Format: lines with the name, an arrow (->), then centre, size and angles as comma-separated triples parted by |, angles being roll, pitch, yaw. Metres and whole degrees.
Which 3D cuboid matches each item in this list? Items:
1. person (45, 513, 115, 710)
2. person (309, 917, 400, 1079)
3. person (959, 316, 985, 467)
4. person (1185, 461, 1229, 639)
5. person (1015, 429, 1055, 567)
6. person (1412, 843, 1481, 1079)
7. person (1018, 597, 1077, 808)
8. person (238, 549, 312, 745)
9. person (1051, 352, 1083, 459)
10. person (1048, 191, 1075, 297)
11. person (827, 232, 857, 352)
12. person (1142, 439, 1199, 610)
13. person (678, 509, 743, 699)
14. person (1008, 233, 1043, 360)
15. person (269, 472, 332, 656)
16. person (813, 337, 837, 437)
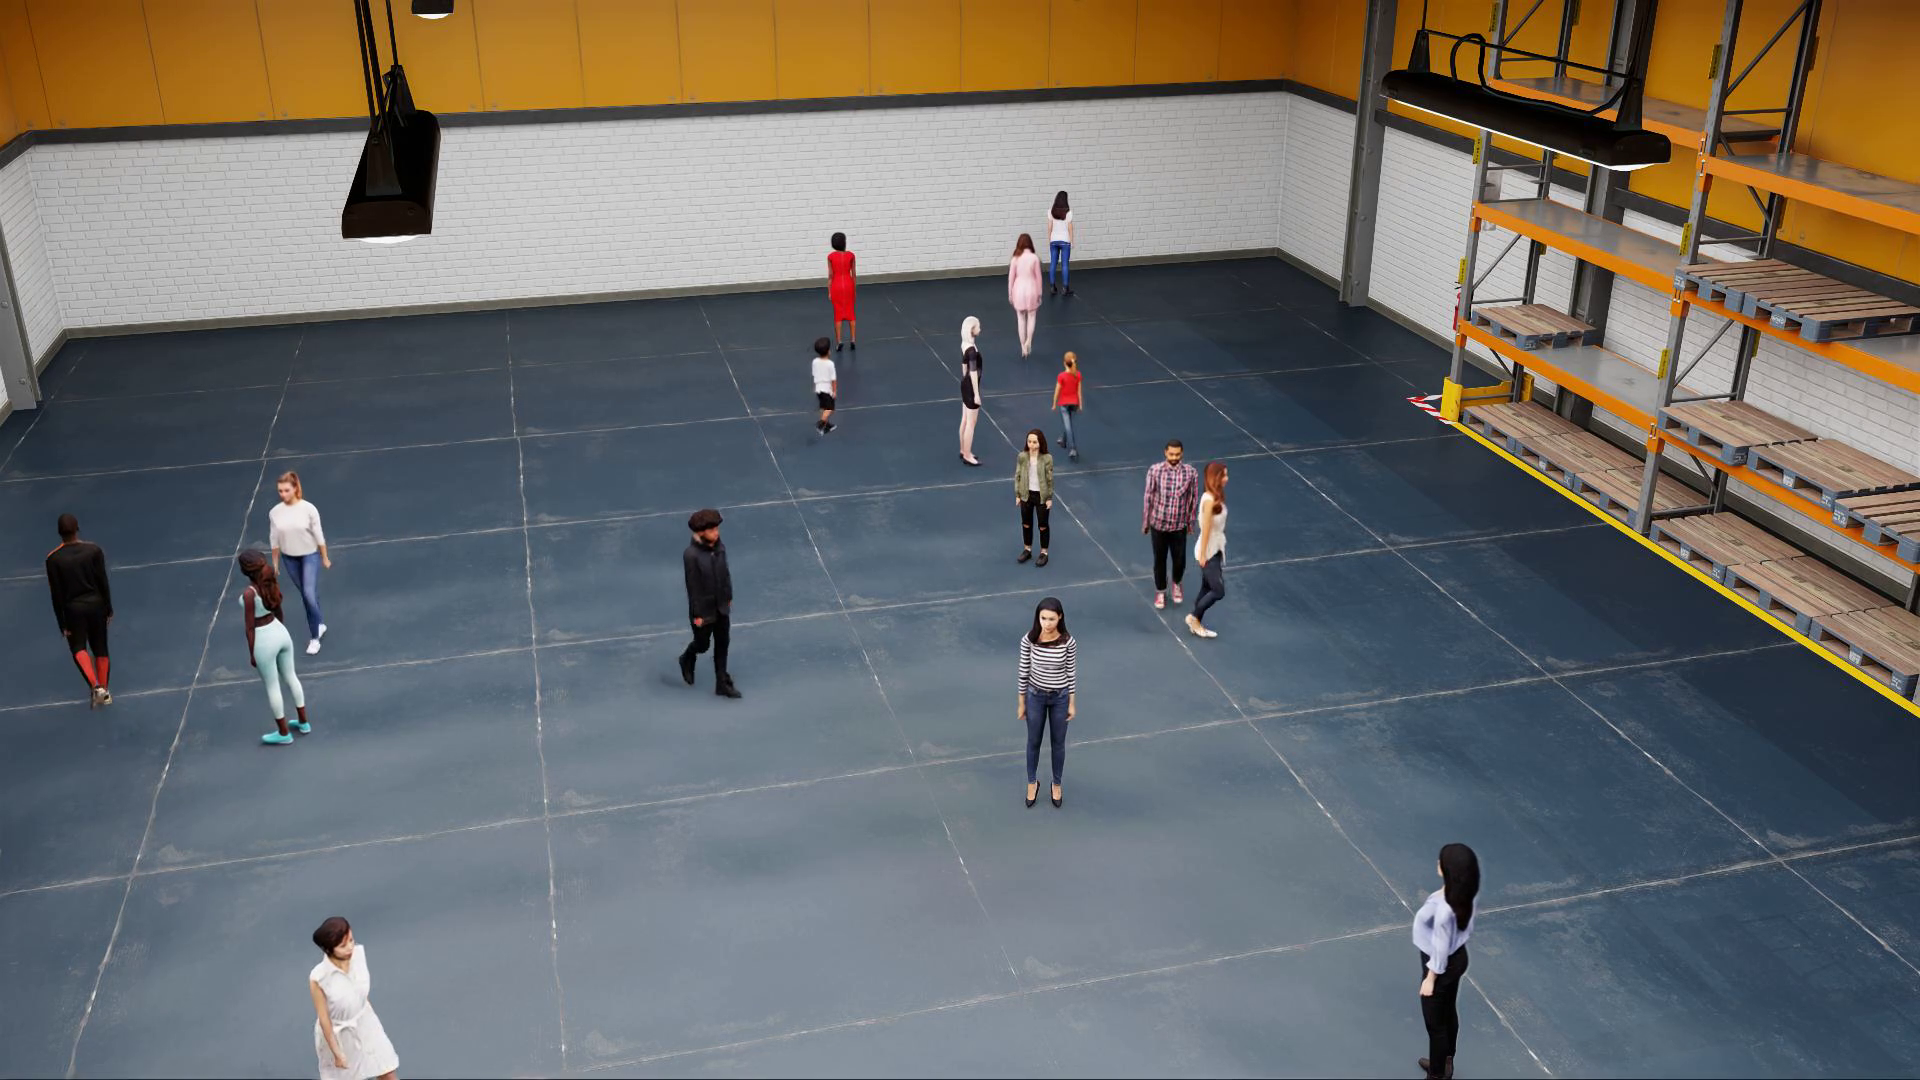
person -> -7.502, 0.647, 14.317 | 0.815, 1.792, 0.949 | -18, 29, -35
person -> -3.609, 2.844, 9.641 | 1.046, 1.513, 0.958 | 15, 28, 30
person -> 0.111, -1.775, 19.810 | 0.630, 1.832, 0.416 | -6, 24, -14
person -> 2.251, 0.102, 15.589 | 0.794, 1.773, 0.716 | 9, 25, 20
person -> 0.786, -0.454, 17.231 | 0.650, 1.475, 0.680 | 9, 25, 19
person -> 2.898, 2.575, 9.967 | 0.772, 1.743, 0.729 | 15, 28, 31
person -> 0.680, 1.263, 12.904 | 0.645, 1.796, 0.588 | 1, 24, 2
person -> -5.753, 0.876, 13.882 | 0.710, 1.723, 0.632 | 9, 25, 20
person -> 1.336, -1.612, 20.118 | 0.552, 1.284, 0.909 | -9, 25, -19
person -> 1.623, -4.790, 26.893 | 0.677, 1.683, 0.726 | 12, 26, 25
person -> -1.696, -3.586, 24.060 | 0.578, 1.744, 0.514 | -5, 24, -10
person -> 2.052, -0.202, 16.313 | 0.793, 1.750, 0.795 | 4, 24, 9
person -> -2.248, 0.548, 14.575 | 1.030, 1.767, 0.911 | 19, 30, 37
person -> 0.928, -3.440, 23.674 | 0.723, 1.786, 0.728 | 1, 24, 2
person -> -6.122, 0.163, 15.544 | 0.780, 1.697, 0.941 | 1, 24, 3
person -> -1.719, -1.902, 20.823 | 0.737, 1.251, 0.801 | 12, 27, 26
